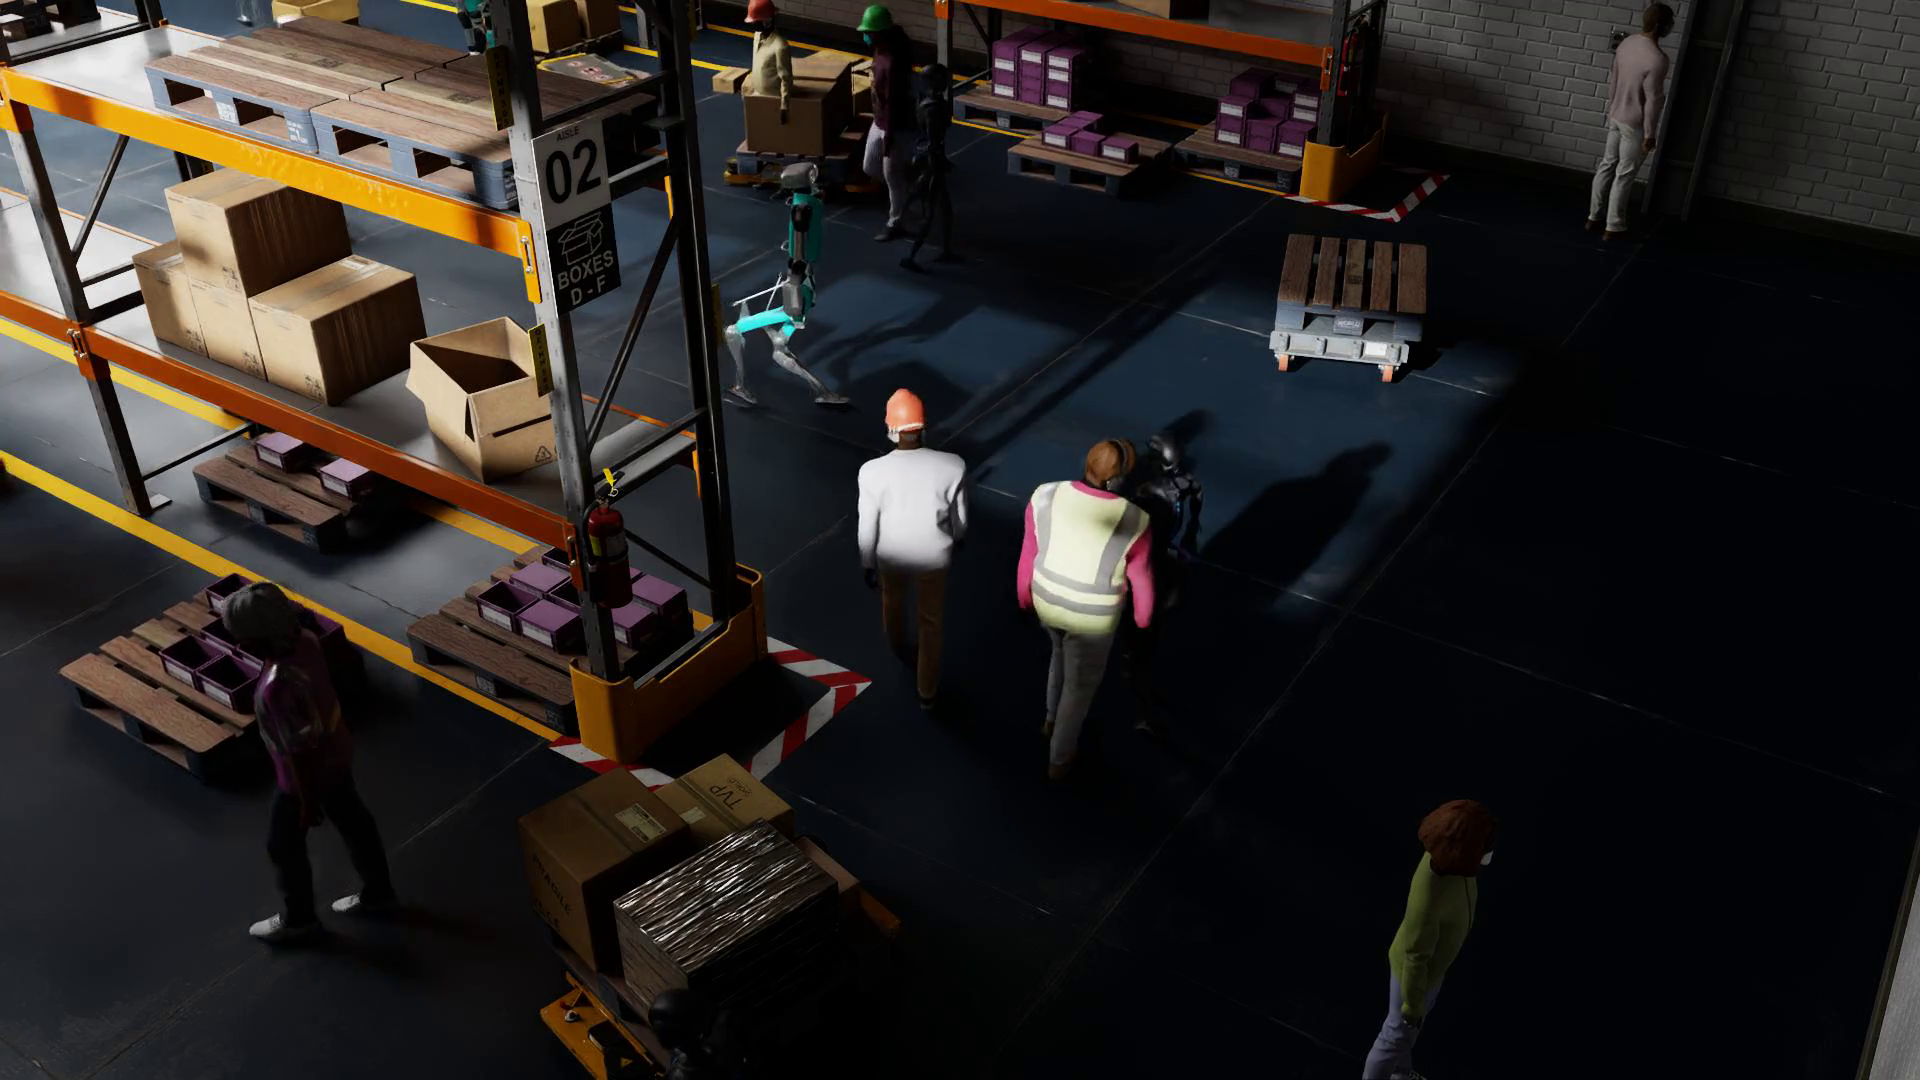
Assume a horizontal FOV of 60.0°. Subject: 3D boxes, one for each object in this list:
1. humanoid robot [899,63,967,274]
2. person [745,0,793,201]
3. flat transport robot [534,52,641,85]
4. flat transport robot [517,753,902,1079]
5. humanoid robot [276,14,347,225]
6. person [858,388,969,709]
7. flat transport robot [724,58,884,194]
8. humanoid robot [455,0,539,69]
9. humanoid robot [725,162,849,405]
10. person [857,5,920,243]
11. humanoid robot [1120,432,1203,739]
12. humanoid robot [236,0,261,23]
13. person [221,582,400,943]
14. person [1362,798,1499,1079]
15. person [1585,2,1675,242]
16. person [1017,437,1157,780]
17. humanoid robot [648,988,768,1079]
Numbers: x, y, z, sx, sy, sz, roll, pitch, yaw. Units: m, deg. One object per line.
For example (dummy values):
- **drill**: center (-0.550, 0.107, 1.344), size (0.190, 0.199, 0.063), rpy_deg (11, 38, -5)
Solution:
- **humanoid robot**: center (-0.219, -2.950, 13.126), size (0.542, 1.650, 0.591), rpy_deg (3, 33, 4)
- **person**: center (-1.640, -3.820, 14.389), size (0.344, 1.742, 0.563), rpy_deg (-18, 37, -25)
- **flat transport robot**: center (-3.861, -4.760, 17.189), size (0.659, 0.231, 1.431), rpy_deg (-22, 39, -30)
- **flat transport robot**: center (-0.999, 1.806, 7.097), size (1.431, 0.231, 0.659), rpy_deg (-26, 41, -34)
- **humanoid robot**: center (-5.273, -3.371, 13.745), size (0.531, 1.778, 1.004), rpy_deg (-20, 38, -28)
- **person**: center (-0.243, -0.017, 8.570), size (0.580, 1.710, 0.830), rpy_deg (-3, 33, -4)
- **flat transport robot**: center (-1.358, -3.387, 15.079), size (1.431, 0.231, 0.659), rpy_deg (6, 34, 9)
- **humanoid robot**: center (-4.333, -4.763, 15.840), size (0.843, 1.761, 0.565), rpy_deg (8, 34, 12)
- **humanoid robot**: center (-1.287, -1.657, 11.115), size (1.017, 1.776, 0.537), rpy_deg (3, 33, 5)
- **person**: center (-0.550, -3.401, 13.586), size (0.511, 1.931, 0.507), rpy_deg (-16, 36, -23)
- **humanoid robot**: center (0.936, 0.213, 8.284), size (0.605, 1.655, 0.598), rpy_deg (-19, 38, -27)
- **humanoid robot**: center (-8.248, -6.673, 18.855), size (0.541, 1.851, 0.777), rpy_deg (-28, 42, -36)
- **person**: center (-2.858, 0.936, 7.003), size (0.711, 1.829, 0.550), rpy_deg (-2, 33, -3)
- **person**: center (1.741, 1.585, 6.193), size (0.281, 1.624, 0.492), rpy_deg (18, 37, 25)
- **person**: center (5.495, -3.403, 13.573), size (0.364, 1.939, 0.635), rpy_deg (-7, 34, -10)
- **person**: center (0.619, 0.315, 7.987), size (0.641, 1.803, 0.634), rpy_deg (19, 37, 26)
- **humanoid robot**: center (-0.697, 2.069, 5.428), size (0.507, 1.623, 0.613), rpy_deg (11, 35, 16)
